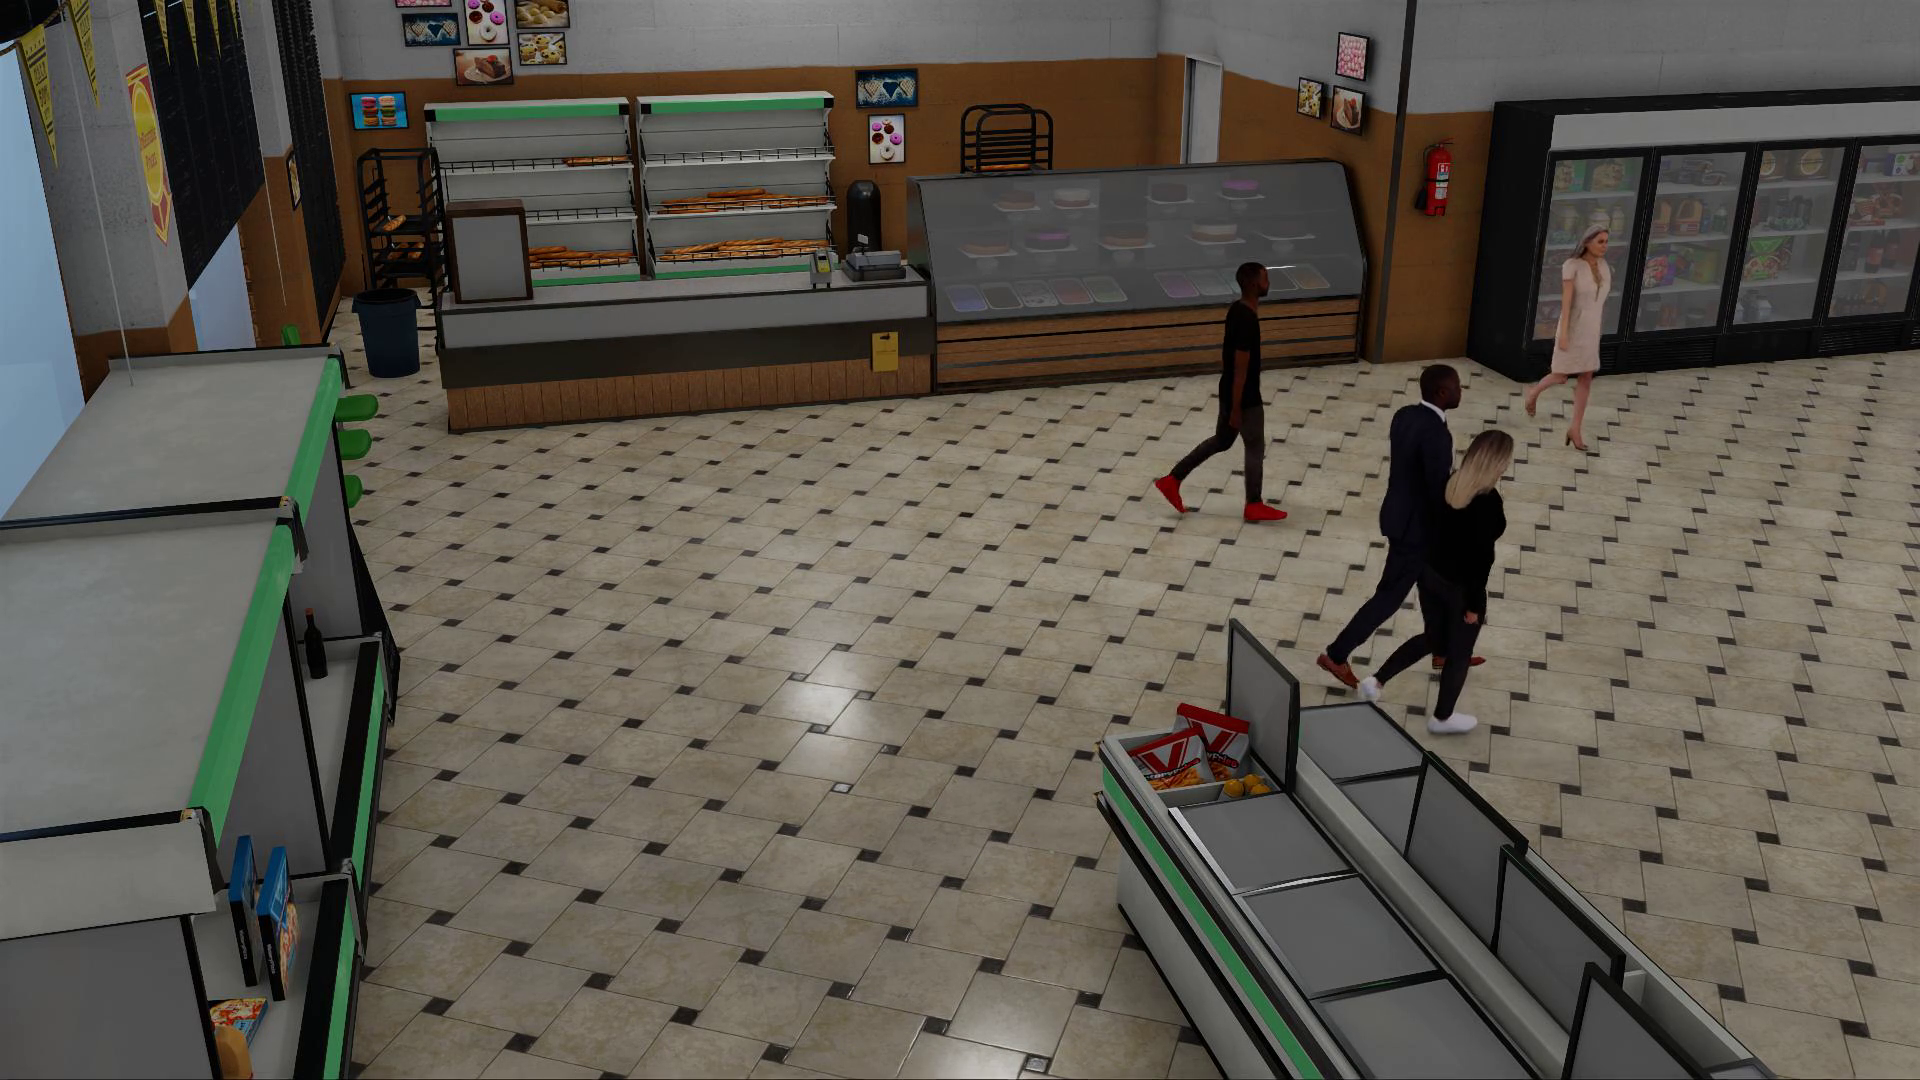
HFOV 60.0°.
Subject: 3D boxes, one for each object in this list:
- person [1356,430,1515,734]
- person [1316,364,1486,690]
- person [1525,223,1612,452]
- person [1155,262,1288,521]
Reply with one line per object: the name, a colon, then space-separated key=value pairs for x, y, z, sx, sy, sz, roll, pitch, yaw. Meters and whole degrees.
person: x=2.390 y=0.256 z=8.302 sx=0.701 sy=1.661 sz=0.830 roll=-7 pitch=23 yaw=-16
person: x=2.328 y=-0.041 z=8.866 sx=0.945 sy=1.792 sz=1.219 roll=0 pitch=22 yaw=-1
person: x=4.680 y=-1.575 z=12.781 sx=0.671 sy=1.719 sz=1.011 roll=-9 pitch=23 yaw=-21
person: x=1.773 y=-0.961 z=11.176 sx=0.925 sy=1.776 sz=1.148 roll=0 pitch=22 yaw=-1
